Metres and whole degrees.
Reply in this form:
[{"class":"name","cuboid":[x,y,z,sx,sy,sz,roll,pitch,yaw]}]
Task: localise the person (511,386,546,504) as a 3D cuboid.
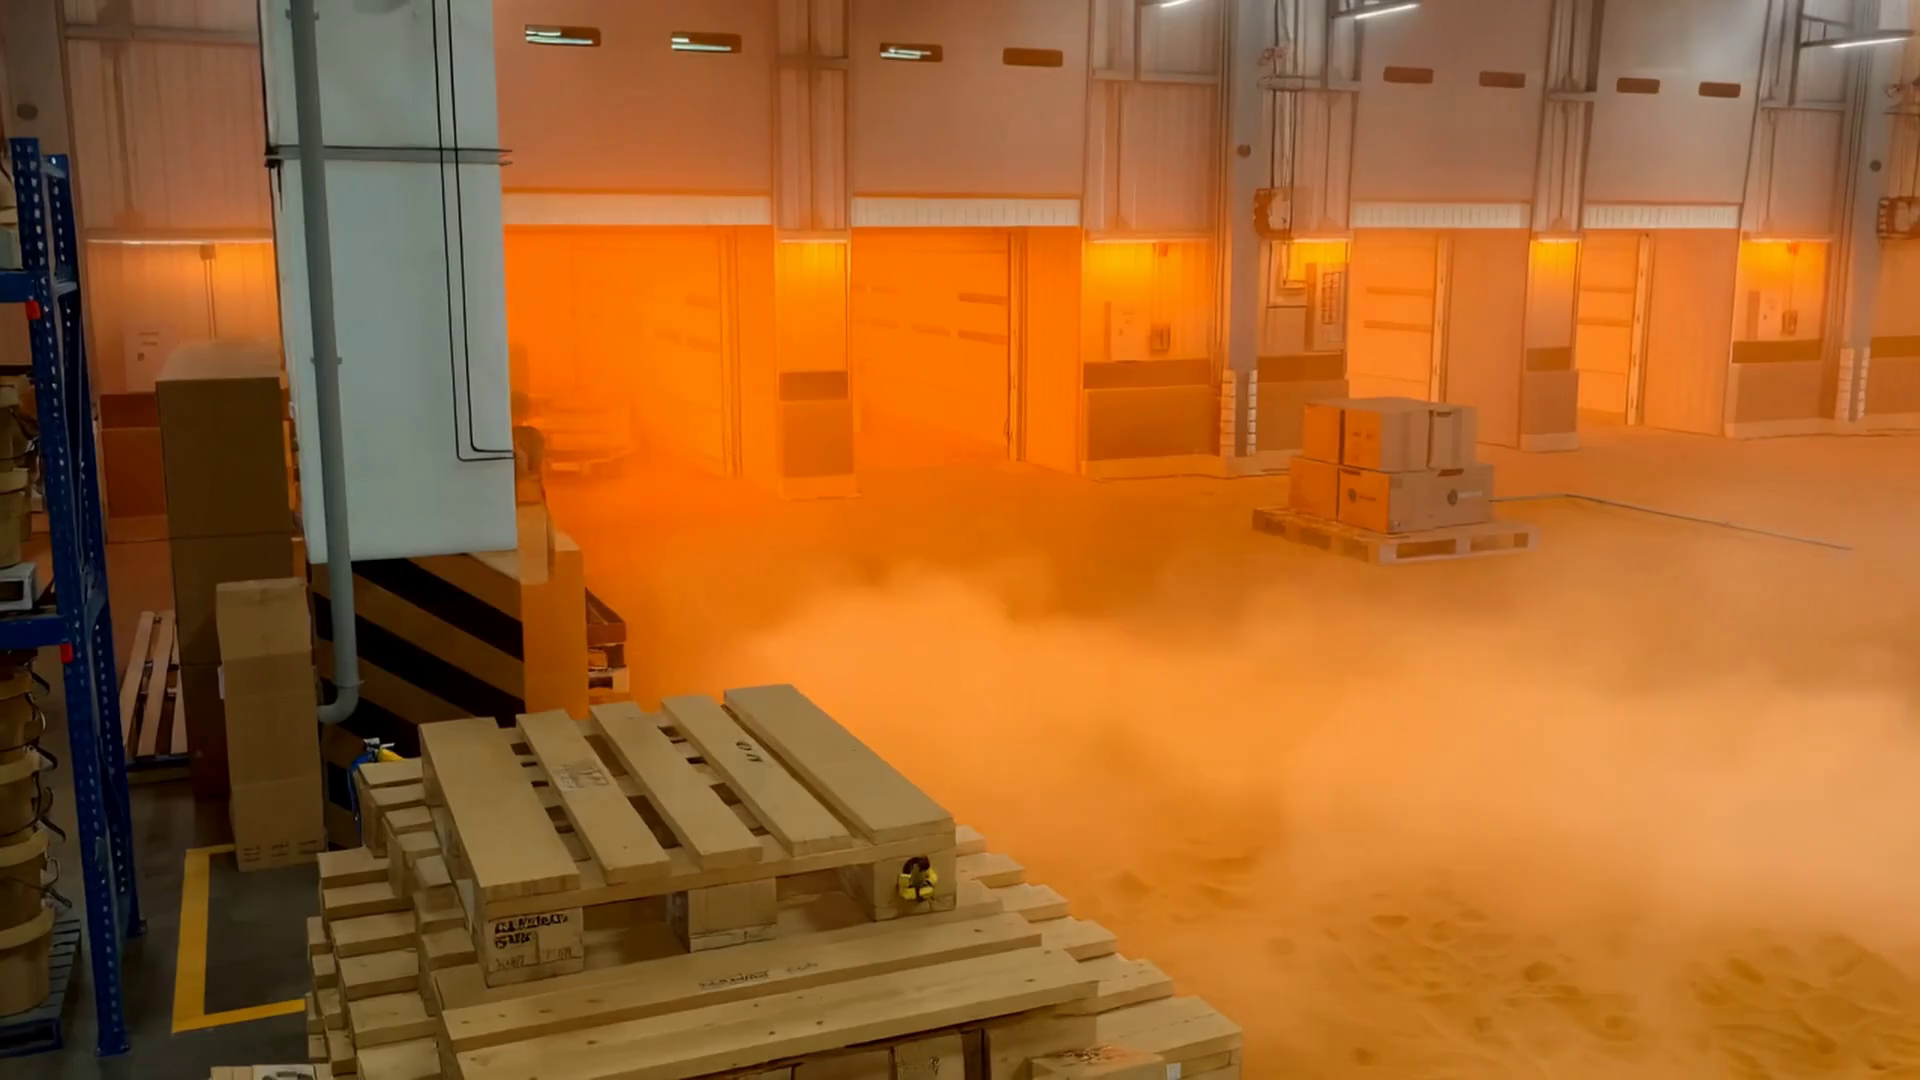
[{"class":"person","cuboid":[-3.113,-0.245,11.794,0.318,1.699,0.535,2,10,9]}]
